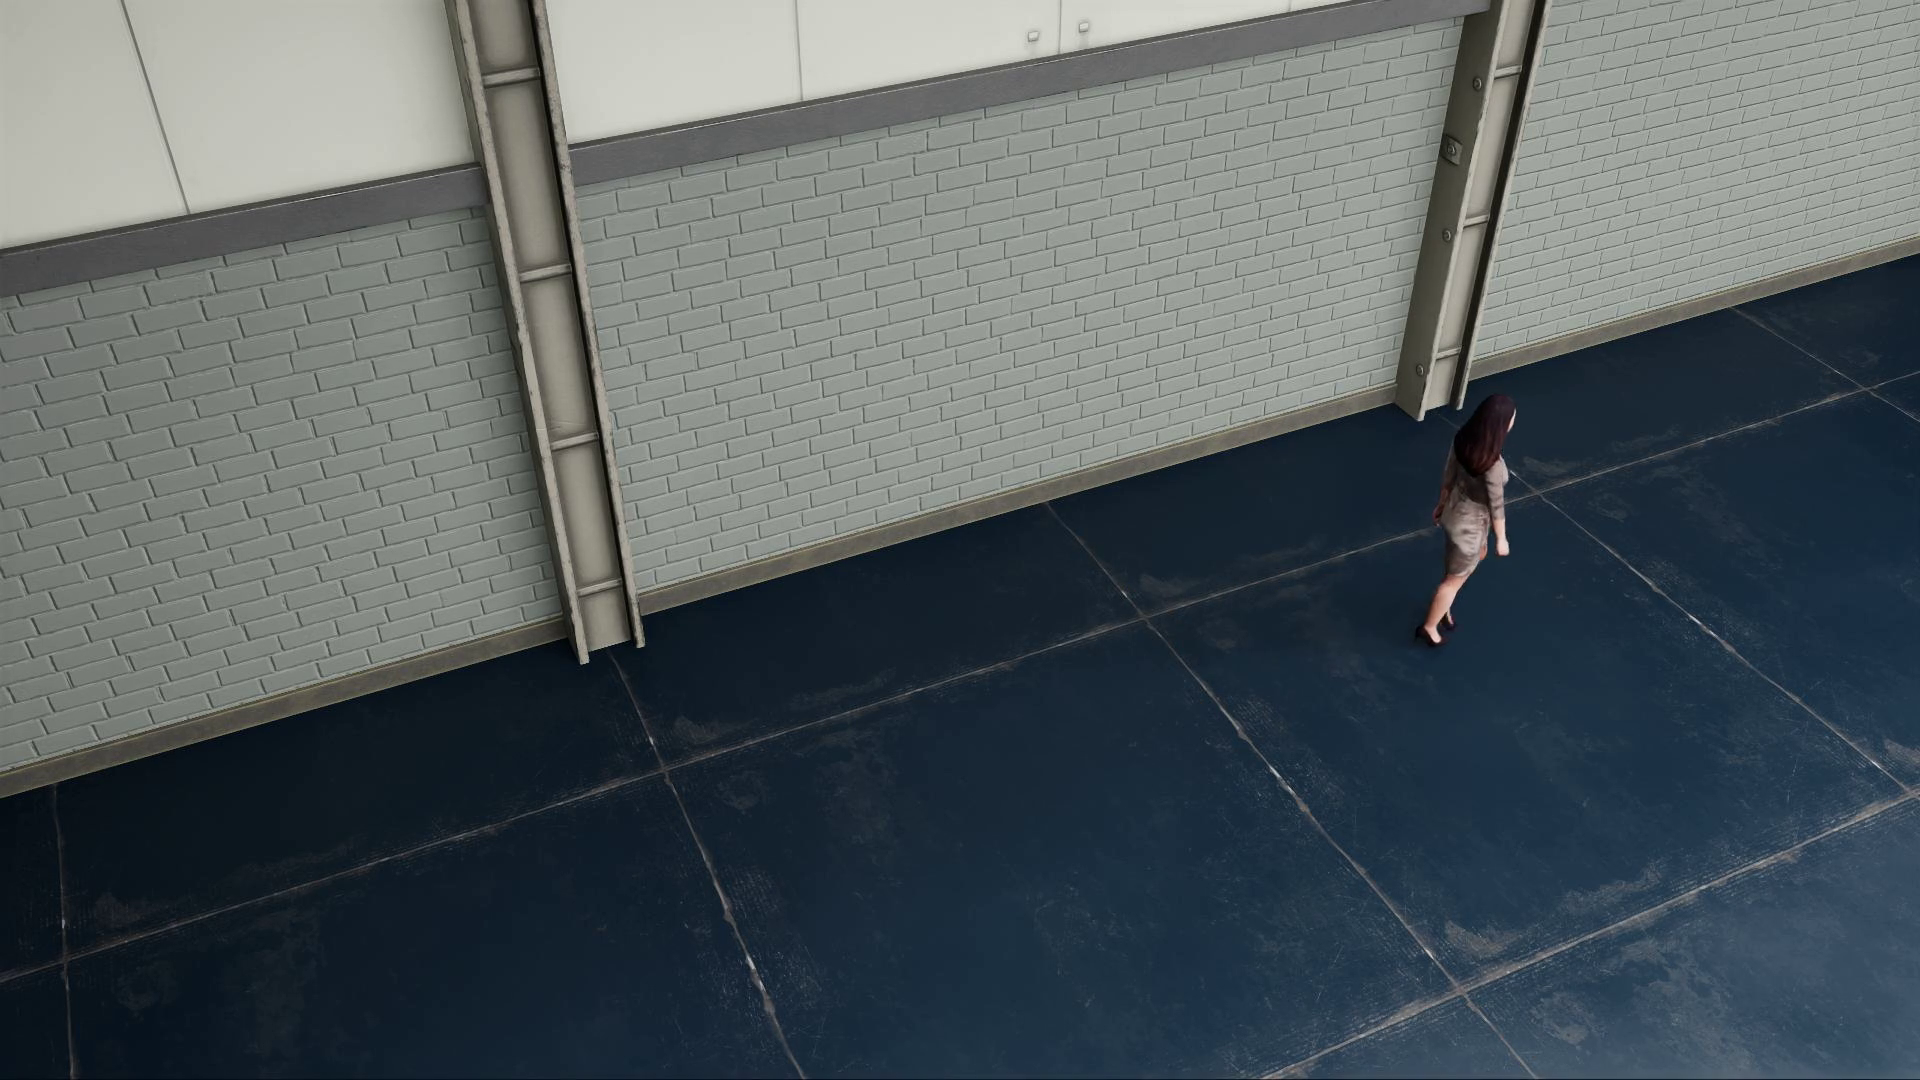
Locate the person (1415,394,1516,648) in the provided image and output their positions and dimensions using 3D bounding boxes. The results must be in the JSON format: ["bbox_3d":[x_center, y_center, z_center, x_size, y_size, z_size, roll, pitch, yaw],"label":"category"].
[{"bbox_3d":[2.756,-0.055,9.288,0.695,1.733,0.675,-6,38,-7],"label":"person"}]
